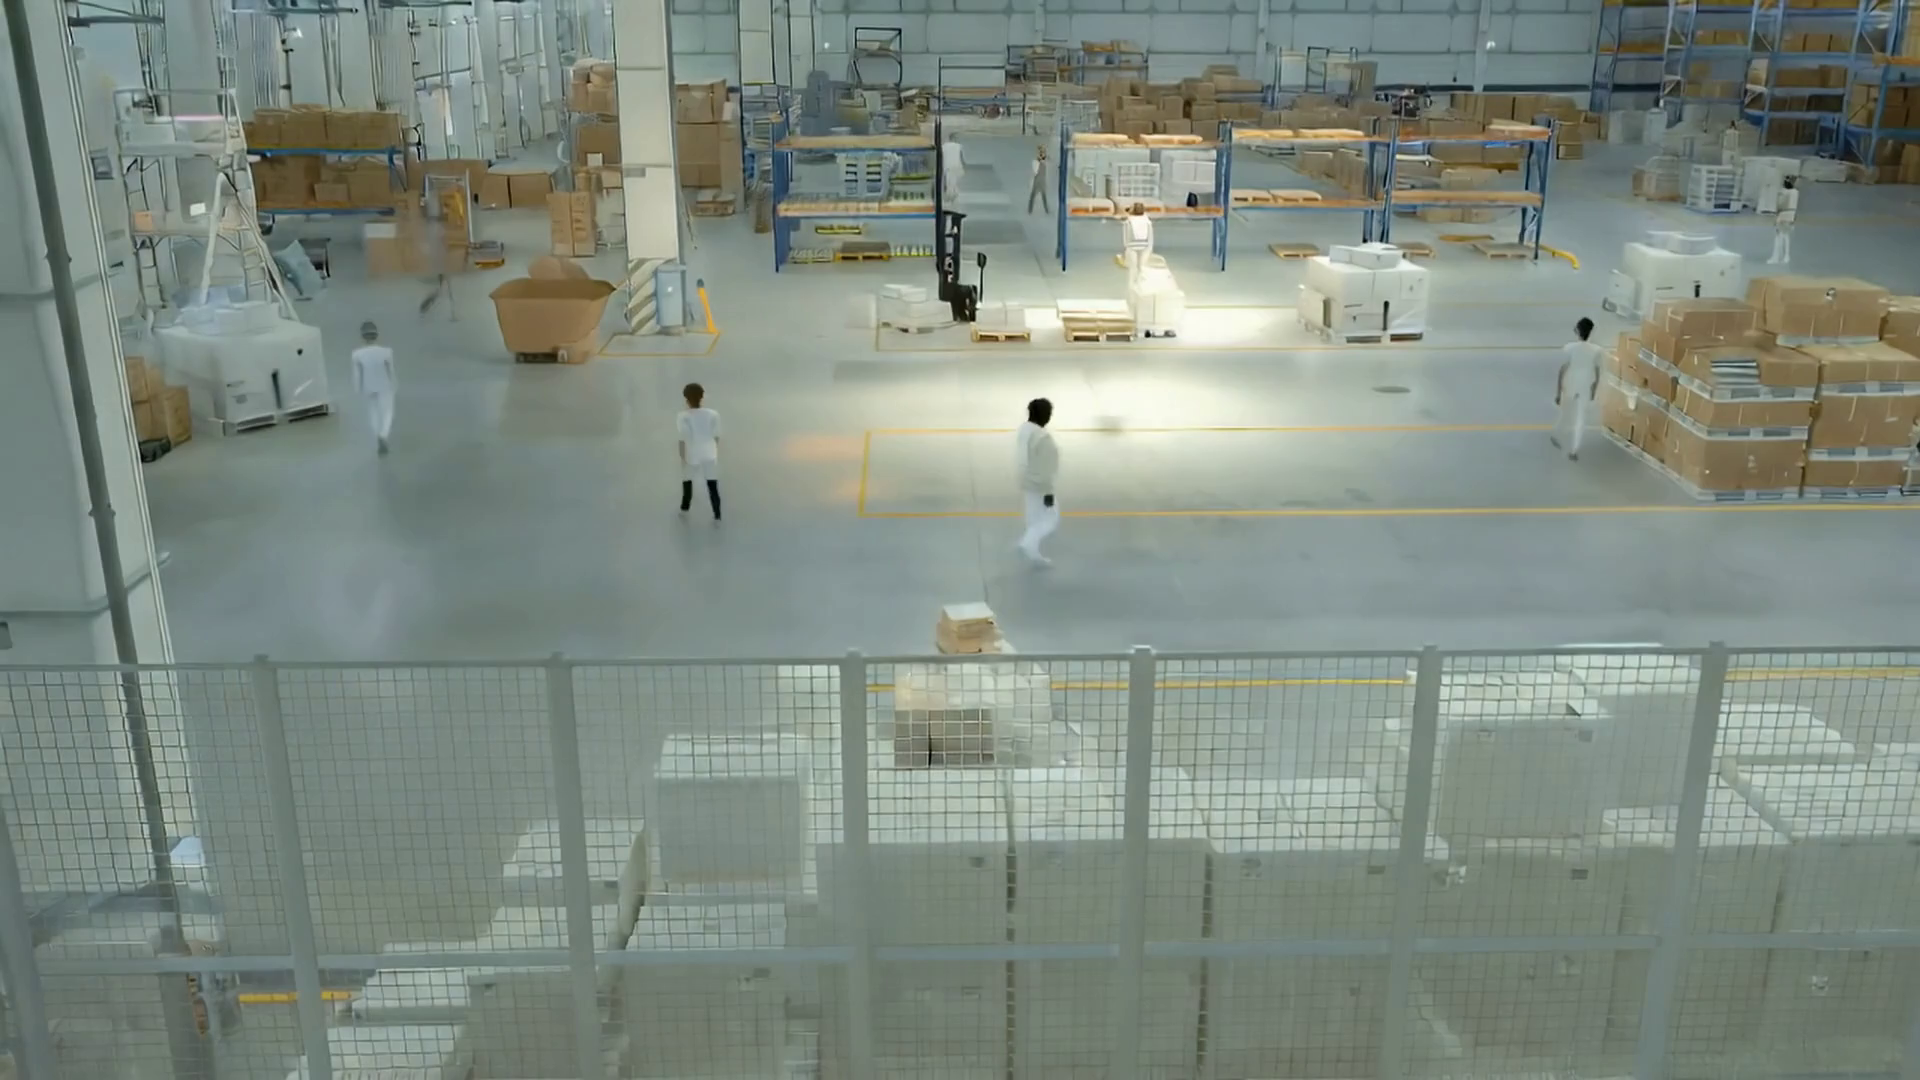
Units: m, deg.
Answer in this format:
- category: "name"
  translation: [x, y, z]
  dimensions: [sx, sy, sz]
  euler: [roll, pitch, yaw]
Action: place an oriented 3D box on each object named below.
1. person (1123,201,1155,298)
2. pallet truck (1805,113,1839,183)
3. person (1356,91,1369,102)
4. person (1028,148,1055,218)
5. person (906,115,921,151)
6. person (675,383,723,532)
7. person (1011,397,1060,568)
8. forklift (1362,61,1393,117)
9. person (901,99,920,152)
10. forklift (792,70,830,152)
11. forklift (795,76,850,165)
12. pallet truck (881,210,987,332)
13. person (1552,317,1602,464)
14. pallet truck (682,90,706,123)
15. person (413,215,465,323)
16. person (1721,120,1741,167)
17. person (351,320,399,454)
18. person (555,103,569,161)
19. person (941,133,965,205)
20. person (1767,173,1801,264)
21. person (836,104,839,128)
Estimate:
- category: "person"
  translation: [3.423, -5.591, 32.058]
  dimensions: [0.621, 1.845, 0.429]
  euler: [-5, 19, -13]
- category: "pallet truck"
  translation: [26.403, -11.957, 50.702]
  dimensions: [0.823, 1.965, 1.885]
  euler: [6, 19, 16]
- category: "person"
  translation: [15.248, -16.101, 63.228]
  dimensions: [0.594, 1.853, 1.055]
  euler: [-6, 19, -17]
- category: "person"
  translation: [2.058, -9.155, 42.736]
  dimensions: [0.545, 1.793, 0.802]
  euler: [-17, 25, -42]
- category: "person"
  translation: [-1.492, -12.757, 53.467]
  dimensions: [0.489, 1.743, 0.322]
  euler: [-5, 19, -15]
- category: "person"
  translation: [-2.917, -0.937, 18.553]
  dimensions: [0.534, 1.645, 0.913]
  euler: [-10, 21, -27]
- category: "person"
  translation: [0.787, -0.576, 17.197]
  dimensions: [0.458, 1.829, 0.644]
  euler: [-7, 20, -20]
- category: "forklift"
  translation: [16.187, -17.548, 65.929]
  dimensions: [1.873, 2.768, 1.129]
  euler: [-1, 19, -2]
- category: "person"
  translation: [-1.724, -14.533, 58.530]
  dimensions: [0.655, 1.880, 1.048]
  euler: [5, 19, 14]
- category: "forklift"
  translation: [-4.981, -15.241, 59.083]
  dimensions: [1.873, 2.768, 1.129]
  euler: [-10, 21, -28]
- category: "forklift"
  translation: [-4.706, -14.034, 55.504]
  dimensions: [1.873, 2.768, 1.129]
  euler: [-16, 24, -39]
- category: "pallet truck"
  translation: [-0.493, -4.759, 29.349]
  dimensions: [1.885, 1.965, 0.823]
  euler: [-13, 23, -34]
- category: "person"
  translation: [7.880, -1.944, 21.267]
  dimensions: [0.558, 1.817, 0.961]
  euler: [3, 19, 9]
- category: "pallet truck"
  translation: [-9.671, -15.907, 62.421]
  dimensions: [0.823, 1.965, 1.885]
  euler: [5, 19, 15]
- category: "person"
  translation: [-9.296, -4.768, 29.440]
  dimensions: [0.772, 1.961, 0.658]
  euler: [-6, 19, -17]
- category: "person"
  translation: [24.155, -12.301, 52.182]
  dimensions: [0.541, 1.700, 0.316]
  euler: [7, 20, 20]
- category: "person"
  translation: [-7.508, -1.938, 21.356]
  dimensions: [0.536, 1.752, 0.472]
  euler: [-2, 19, -7]
- category: "person"
  translation: [-13.470, -13.776, 56.215]
  dimensions: [0.384, 1.932, 0.549]
  euler: [-4, 19, -13]
- category: "person"
  translation: [-0.142, -10.173, 45.567]
  dimensions: [0.658, 1.894, 0.964]
  euler: [9, 20, 24]
- category: "person"
  translation: [17.796, -6.929, 35.906]
  dimensions: [0.539, 1.929, 0.394]
  euler: [-5, 19, -15]
- category: "person"
  translation: [-4.586, -15.092, 60.601]
  dimensions: [0.326, 1.612, 0.625]
  euler: [-8, 20, -21]
